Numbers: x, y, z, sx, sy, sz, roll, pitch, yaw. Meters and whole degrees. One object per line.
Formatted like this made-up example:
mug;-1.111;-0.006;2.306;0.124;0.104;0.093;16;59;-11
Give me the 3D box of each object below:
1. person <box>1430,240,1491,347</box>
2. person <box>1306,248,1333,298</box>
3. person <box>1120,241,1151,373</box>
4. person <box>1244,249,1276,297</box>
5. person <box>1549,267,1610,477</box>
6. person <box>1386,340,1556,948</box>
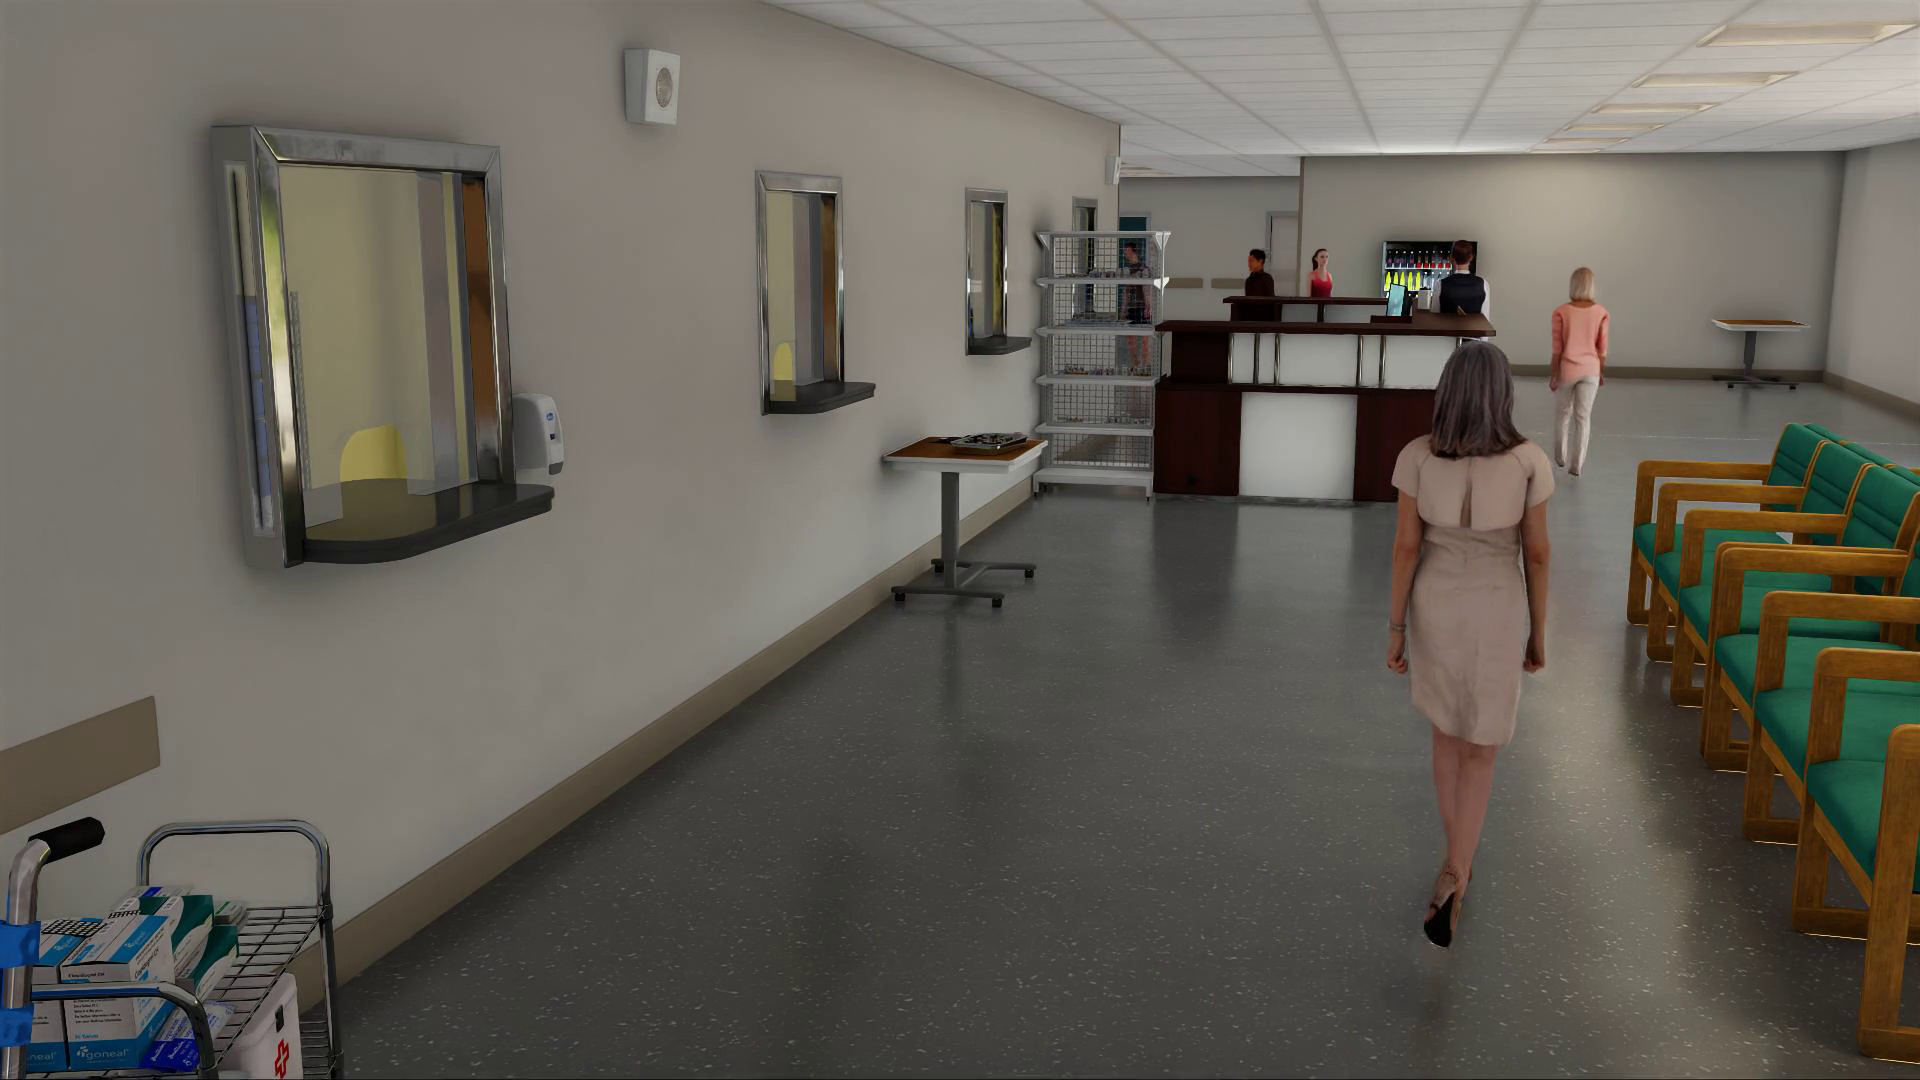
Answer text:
person;4.242;-1.582;14.158;0.482;1.935;0.690;3;11;15
person;4.719;-2.954;21.872;0.662;1.754;0.732;-5;12;-23
person;2.468;-3.126;22.586;0.843;1.826;0.835;-8;13;-37
person;3.716;-2.593;20.059;1.206;1.721;1.091;-5;12;-24
person;5.011;-1.318;13.470;1.086;1.672;0.686;3;11;13
person;1.440;0.321;4.729;1.085;1.711;0.756;4;12;22
